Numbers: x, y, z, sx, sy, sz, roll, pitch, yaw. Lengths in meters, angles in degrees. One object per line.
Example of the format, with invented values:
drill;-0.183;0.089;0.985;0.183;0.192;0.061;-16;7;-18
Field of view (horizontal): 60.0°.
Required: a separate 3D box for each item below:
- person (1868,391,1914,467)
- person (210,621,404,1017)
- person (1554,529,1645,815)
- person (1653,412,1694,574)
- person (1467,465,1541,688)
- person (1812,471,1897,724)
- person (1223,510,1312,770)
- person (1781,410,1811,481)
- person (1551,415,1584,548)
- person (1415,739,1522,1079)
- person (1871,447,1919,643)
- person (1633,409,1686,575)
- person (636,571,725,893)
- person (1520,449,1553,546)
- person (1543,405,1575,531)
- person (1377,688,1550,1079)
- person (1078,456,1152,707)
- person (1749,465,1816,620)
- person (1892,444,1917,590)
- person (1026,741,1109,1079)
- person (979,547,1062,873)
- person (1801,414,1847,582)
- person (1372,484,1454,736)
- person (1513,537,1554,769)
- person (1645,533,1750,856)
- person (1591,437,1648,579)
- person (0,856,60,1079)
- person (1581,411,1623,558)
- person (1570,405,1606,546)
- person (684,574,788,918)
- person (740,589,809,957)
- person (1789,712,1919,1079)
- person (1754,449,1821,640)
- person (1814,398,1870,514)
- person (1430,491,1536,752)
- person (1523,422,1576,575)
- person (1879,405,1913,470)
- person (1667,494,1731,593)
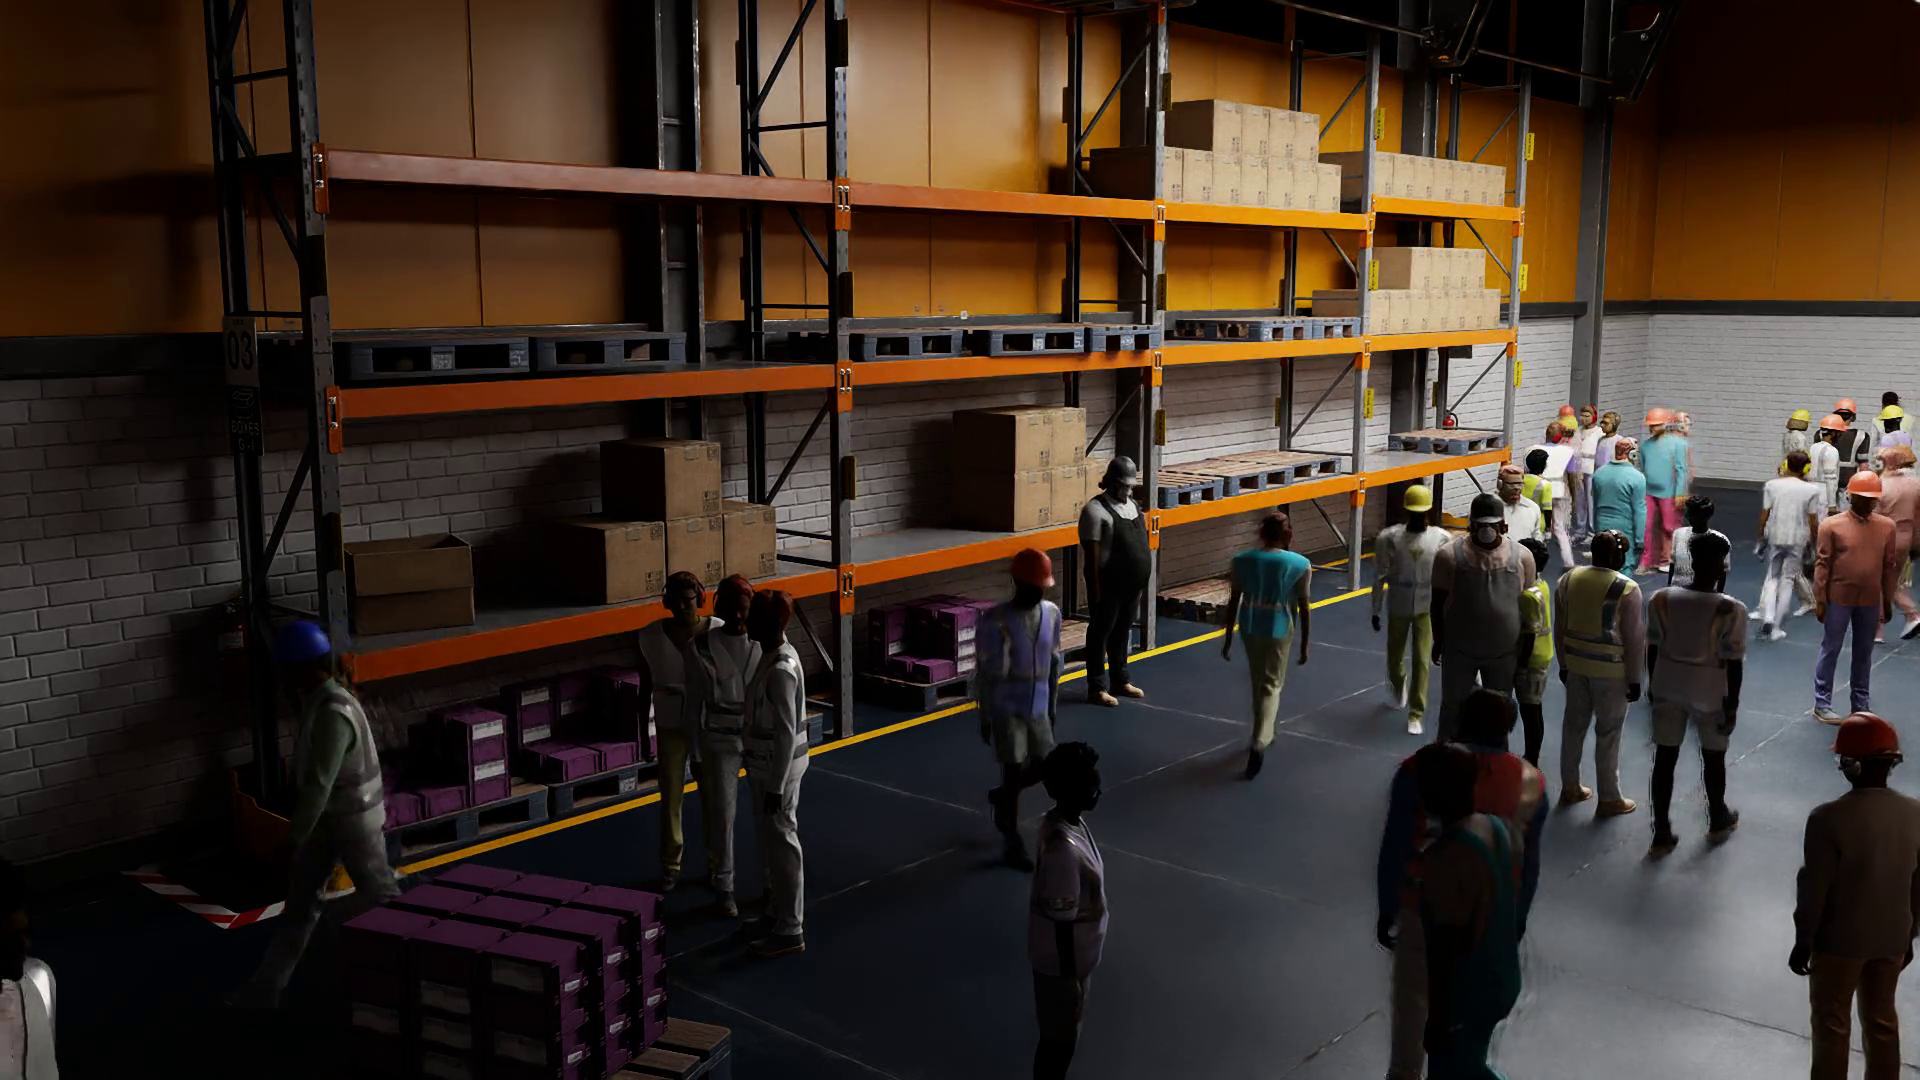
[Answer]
person;12.935;-1.133;23.316;0.622;1.901;0.673;-1;9;-4
person;-2.939;1.305;7.651;1.034;1.878;0.606;-5;10;-31
person;4.153;0.843;10.779;0.429;1.841;0.634;-5;10;-32
person;8.427;-0.557;19.604;0.400;1.907;0.653;1;9;3
person;4.599;0.311;14.036;0.644;1.900;0.399;-1;9;-8
person;6.918;0.450;12.865;0.614;1.987;0.408;0;9;0
person;2.177;0.702;11.867;0.592;1.803;0.937;4;10;24
person;11.144;-0.872;22.185;0.308;1.736;0.484;-1;9;-4
person;7.810;-0.796;21.721;0.523;1.722;0.833;-3;9;-17
person;1.860;1.616;5.889;0.598;1.822;0.517;8;12;41
person;8.784;0.066;15.684;0.686;1.877;0.525;-3;9;-21
person;8.253;-0.564;19.497;0.781;1.961;0.640;-7;11;-37
person;-1.525;1.068;9.367;0.565;1.837;0.387;-1;9;-8
person;5.993;-0.118;17.477;0.320;1.686;0.540;-5;10;-30
person;8.287;-0.983;22.863;0.565;1.745;0.349;0;9;1
person;1.972;1.494;6.733;0.756;1.803;0.460;0;9;-1
person;1.302;0.317;13.531;0.536;2.000;0.672;8;12;41
person;8.409;0.015;16.904;0.840;1.601;0.520;0;9;-1
person;10.498;-0.256;18.576;0.497;1.625;0.288;-8;12;-43
person;0.411;1.597;6.385;0.316;1.695;0.542;0;9;3
person;0.321;0.961;9.806;0.561;1.916;0.620;-5;10;-30
person;9.882;-0.472;19.009;0.388;1.926;0.549;1;9;4
person;3.493;0.491;12.838;0.604;1.906;0.780;2;9;14
person;3.876;0.825;11.358;0.322;1.697;0.530;4;10;25
person;4.470;0.904;10.088;0.636;1.920;0.929;8;12;42
person;6.551;-0.071;16.497;0.399;1.900;0.644;-4;10;-25
person;-2.546;1.776;4.402;0.418;1.947;0.615;2;9;10
person;7.951;-0.658;20.451;0.345;1.847;0.506;-3;9;-17
person;8.200;-0.845;21.695;0.393;1.836;0.559;-3;9;-20
person;-1.189;1.106;8.984;0.584;1.878;0.368;-3;9;-19
person;-0.953;1.175;8.502;0.353;1.884;0.577;-2;9;-11
person;3.533;1.542;6.588;0.570;1.743;0.353;-2;9;-14
person;7.925;0.043;15.925;0.529;1.841;0.411;7;11;39
person;10.594;-0.690;20.069;0.613;2.033;0.412;5;10;28
person;3.528;0.675;11.224;0.685;2.000;0.535;2;9;11
person;6.905;-0.488;19.524;0.662;1.816;0.625;2;9;14
person;11.494;-0.708;20.562;0.592;1.915;0.392;-6;11;-35
person;6.058;0.463;13.713;0.319;1.692;0.533;-6;11;-33
